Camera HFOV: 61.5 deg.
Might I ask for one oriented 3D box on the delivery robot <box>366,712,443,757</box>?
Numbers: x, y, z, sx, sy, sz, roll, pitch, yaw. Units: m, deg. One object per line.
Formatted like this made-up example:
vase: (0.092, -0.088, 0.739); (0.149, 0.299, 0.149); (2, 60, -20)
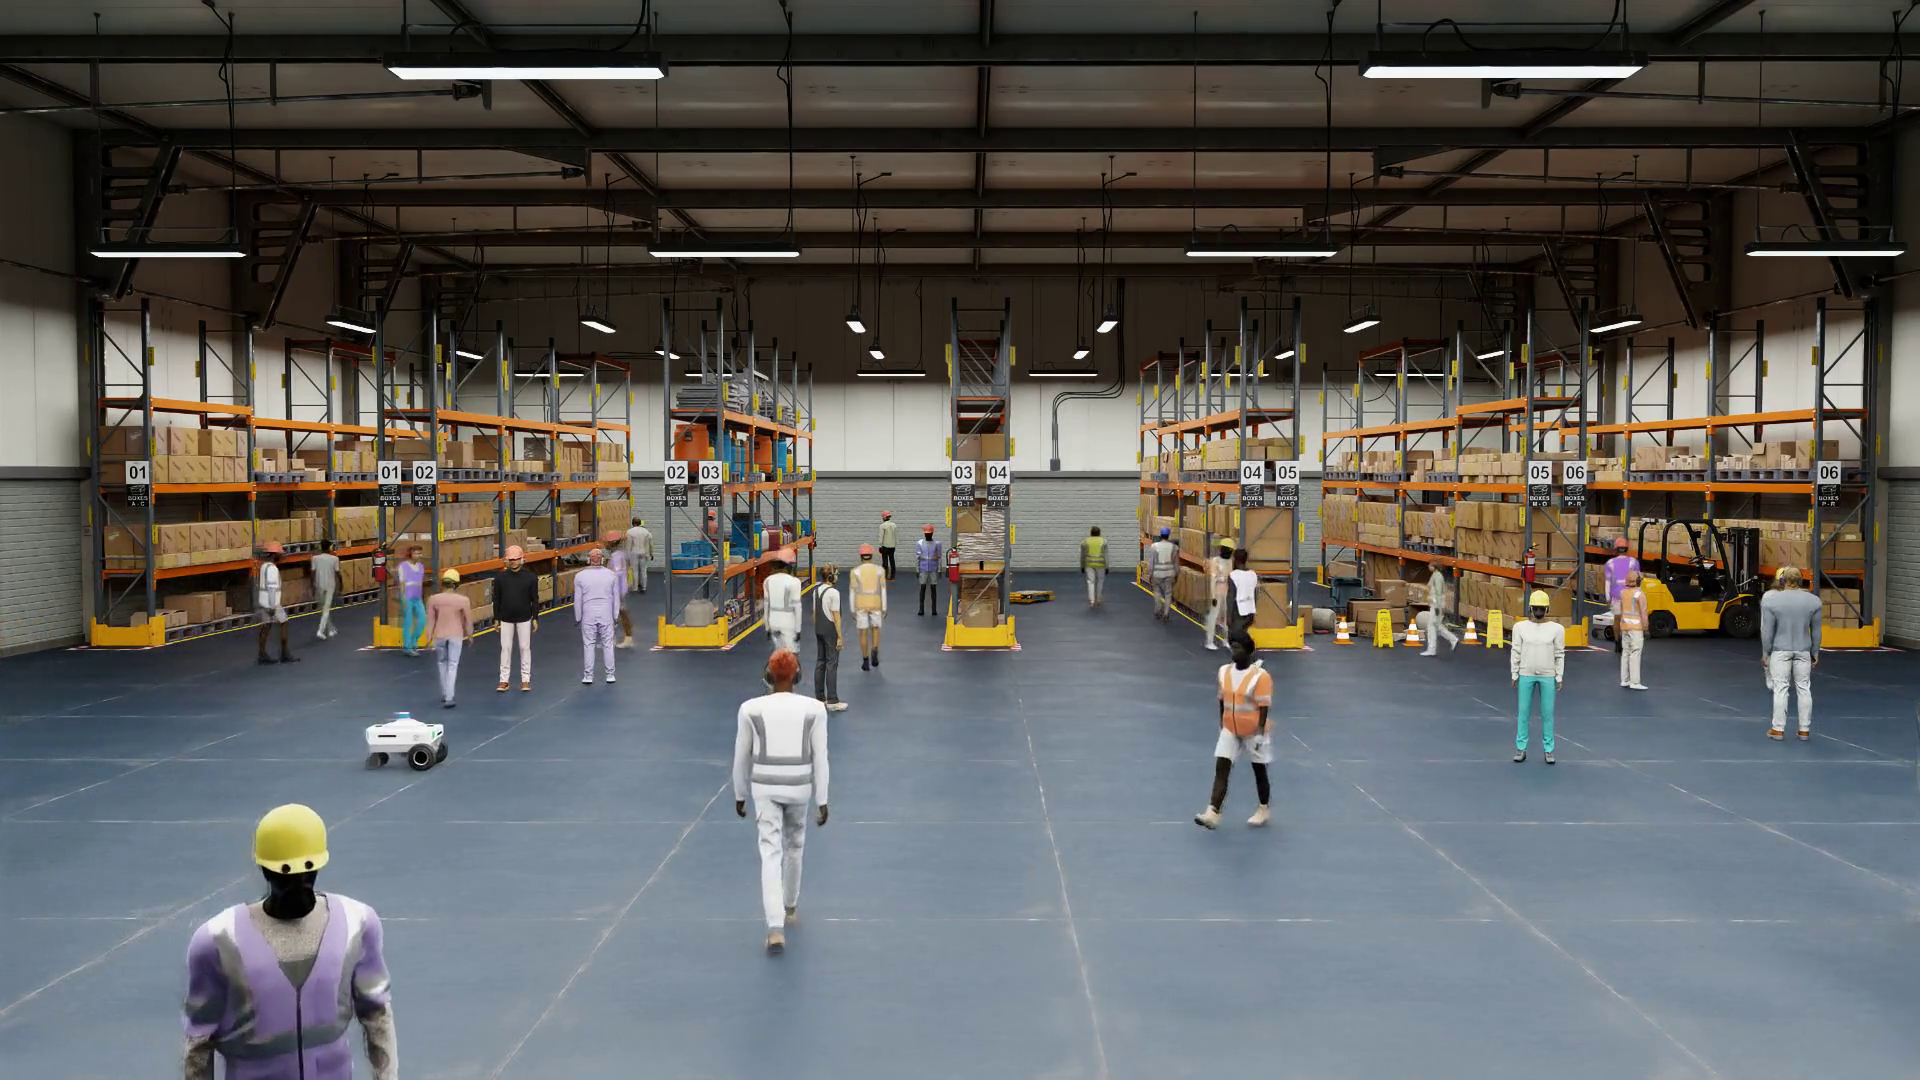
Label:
delivery robot: (-5.605, 1.982, 16.295); (0.707, 0.478, 0.477); (0, 2, -2)

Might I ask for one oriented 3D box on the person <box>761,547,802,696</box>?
person: (-2.321, 1.107, 20.852); (0.612, 2.025, 0.744); (2, 3, 35)

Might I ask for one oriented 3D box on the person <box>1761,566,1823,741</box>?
person: (9.265, 1.257, 18.016); (0.632, 1.940, 0.372); (0, 2, 11)

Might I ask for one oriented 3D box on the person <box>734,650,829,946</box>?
person: (-1.144, 1.620, 10.339); (0.593, 1.831, 1.025); (0, 2, -10)

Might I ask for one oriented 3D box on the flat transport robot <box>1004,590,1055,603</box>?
flat transport robot: (1.621, 1.315, 37.770); (0.652, 0.197, 1.431); (1, 3, 31)

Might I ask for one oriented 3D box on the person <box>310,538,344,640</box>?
person: (-11.441, 0.874, 29.171); (0.537, 1.826, 0.980); (0, 2, 0)

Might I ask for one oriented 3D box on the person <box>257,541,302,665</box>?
person: (-10.664, 0.980, 25.285); (0.759, 1.909, 0.565); (-2, 3, -40)

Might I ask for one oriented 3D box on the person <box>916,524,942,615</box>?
person: (-0.660, 0.620, 34.085); (0.550, 1.933, 0.373); (0, 2, 0)

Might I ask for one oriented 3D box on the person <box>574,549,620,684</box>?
person: (-5.140, 1.080, 22.858); (0.636, 1.911, 0.406); (-1, 2, -18)

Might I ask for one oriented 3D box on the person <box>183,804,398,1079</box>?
person: (-2.068, 1.790, 5.094); (0.617, 1.889, 0.896); (-2, 3, -38)

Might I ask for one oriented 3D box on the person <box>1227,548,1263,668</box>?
person: (4.088, 1.069, 23.235); (0.603, 1.901, 0.645); (-2, 3, -42)

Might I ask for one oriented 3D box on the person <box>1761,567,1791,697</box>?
person: (10.996, 1.216, 21.612); (0.489, 1.731, 0.556); (1, 2, 21)

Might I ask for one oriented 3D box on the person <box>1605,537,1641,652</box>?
person: (11.016, 0.911, 26.850); (0.576, 1.924, 0.545); (1, 3, 33)

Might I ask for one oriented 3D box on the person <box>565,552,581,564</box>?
person: (-10.564, 0.214, 44.269); (0.598, 1.935, 0.409); (2, 3, 43)

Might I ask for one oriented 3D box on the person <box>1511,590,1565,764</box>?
person: (5.932, 1.397, 16.590); (0.525, 1.772, 0.304); (1, 2, 20)

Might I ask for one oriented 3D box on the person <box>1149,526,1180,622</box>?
person: (4.132, 0.682, 32.768); (0.638, 1.911, 0.836); (0, 2, 1)

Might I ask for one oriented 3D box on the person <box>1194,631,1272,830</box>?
person: (2.300, 1.581, 13.342); (0.550, 1.642, 0.869); (2, 3, 43)

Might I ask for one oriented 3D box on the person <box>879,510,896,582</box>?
person: (-2.027, 0.168, 44.855); (0.406, 1.987, 0.618); (2, 3, 44)

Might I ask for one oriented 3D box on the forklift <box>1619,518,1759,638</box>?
forklift: (13.417, 0.684, 29.791); (2.313, 2.155, 1.214); (0, 2, 0)

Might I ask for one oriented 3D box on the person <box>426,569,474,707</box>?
person: (-6.504, 1.245, 20.680); (0.558, 1.735, 0.760); (0, 2, -2)

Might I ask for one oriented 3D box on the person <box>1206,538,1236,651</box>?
person: (4.467, 0.918, 27.121); (0.778, 1.883, 0.645); (2, 3, 45)

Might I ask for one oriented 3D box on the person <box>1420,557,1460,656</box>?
person: (7.813, 1.083, 26.282); (0.552, 1.619, 0.525); (1, 2, 14)

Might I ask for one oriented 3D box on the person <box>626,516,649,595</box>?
person: (-8.011, 0.381, 40.069); (0.629, 1.940, 0.378); (-2, 3, -43)

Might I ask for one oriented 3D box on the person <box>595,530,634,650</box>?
person: (-5.900, 0.852, 27.304); (0.822, 2.015, 0.624); (0, 2, -3)

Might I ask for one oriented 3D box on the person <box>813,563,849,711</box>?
person: (-1.644, 1.212, 20.296); (0.341, 1.846, 0.510); (-2, 3, -41)

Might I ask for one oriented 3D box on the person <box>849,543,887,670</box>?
person: (-1.402, 1.004, 24.561); (0.583, 1.918, 0.497); (0, 2, -12)

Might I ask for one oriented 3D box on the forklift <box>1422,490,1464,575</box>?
forklift: (13.926, -0.371, 47.846); (1.873, 2.768, 1.129); (0, 2, 0)

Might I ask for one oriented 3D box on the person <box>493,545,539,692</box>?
person: (-6.066, 1.068, 22.051); (0.611, 1.996, 0.387); (0, 2, -5)

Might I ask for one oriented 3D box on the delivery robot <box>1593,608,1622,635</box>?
delivery robot: (11.747, 1.473, 29.102); (0.477, 0.478, 0.707); (-1, 2, -16)

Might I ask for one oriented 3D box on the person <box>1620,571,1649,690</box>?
person: (9.265, 1.240, 22.223); (0.319, 1.637, 0.525); (0, 2, -12)

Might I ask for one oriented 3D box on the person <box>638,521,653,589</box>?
person: (-8.285, 0.384, 41.970); (0.591, 1.790, 0.940); (0, 2, -2)

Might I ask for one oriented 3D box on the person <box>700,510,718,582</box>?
person: (-6.878, 0.170, 44.666); (0.611, 1.996, 0.378); (0, 2, 10)

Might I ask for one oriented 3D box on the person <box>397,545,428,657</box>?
person: (-8.909, 0.987, 26.233); (0.455, 1.822, 0.559); (1, 3, 27)

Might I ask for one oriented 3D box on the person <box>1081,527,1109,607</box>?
person: (3.041, 0.599, 36.356); (0.654, 1.789, 0.945); (0, 2, 9)
